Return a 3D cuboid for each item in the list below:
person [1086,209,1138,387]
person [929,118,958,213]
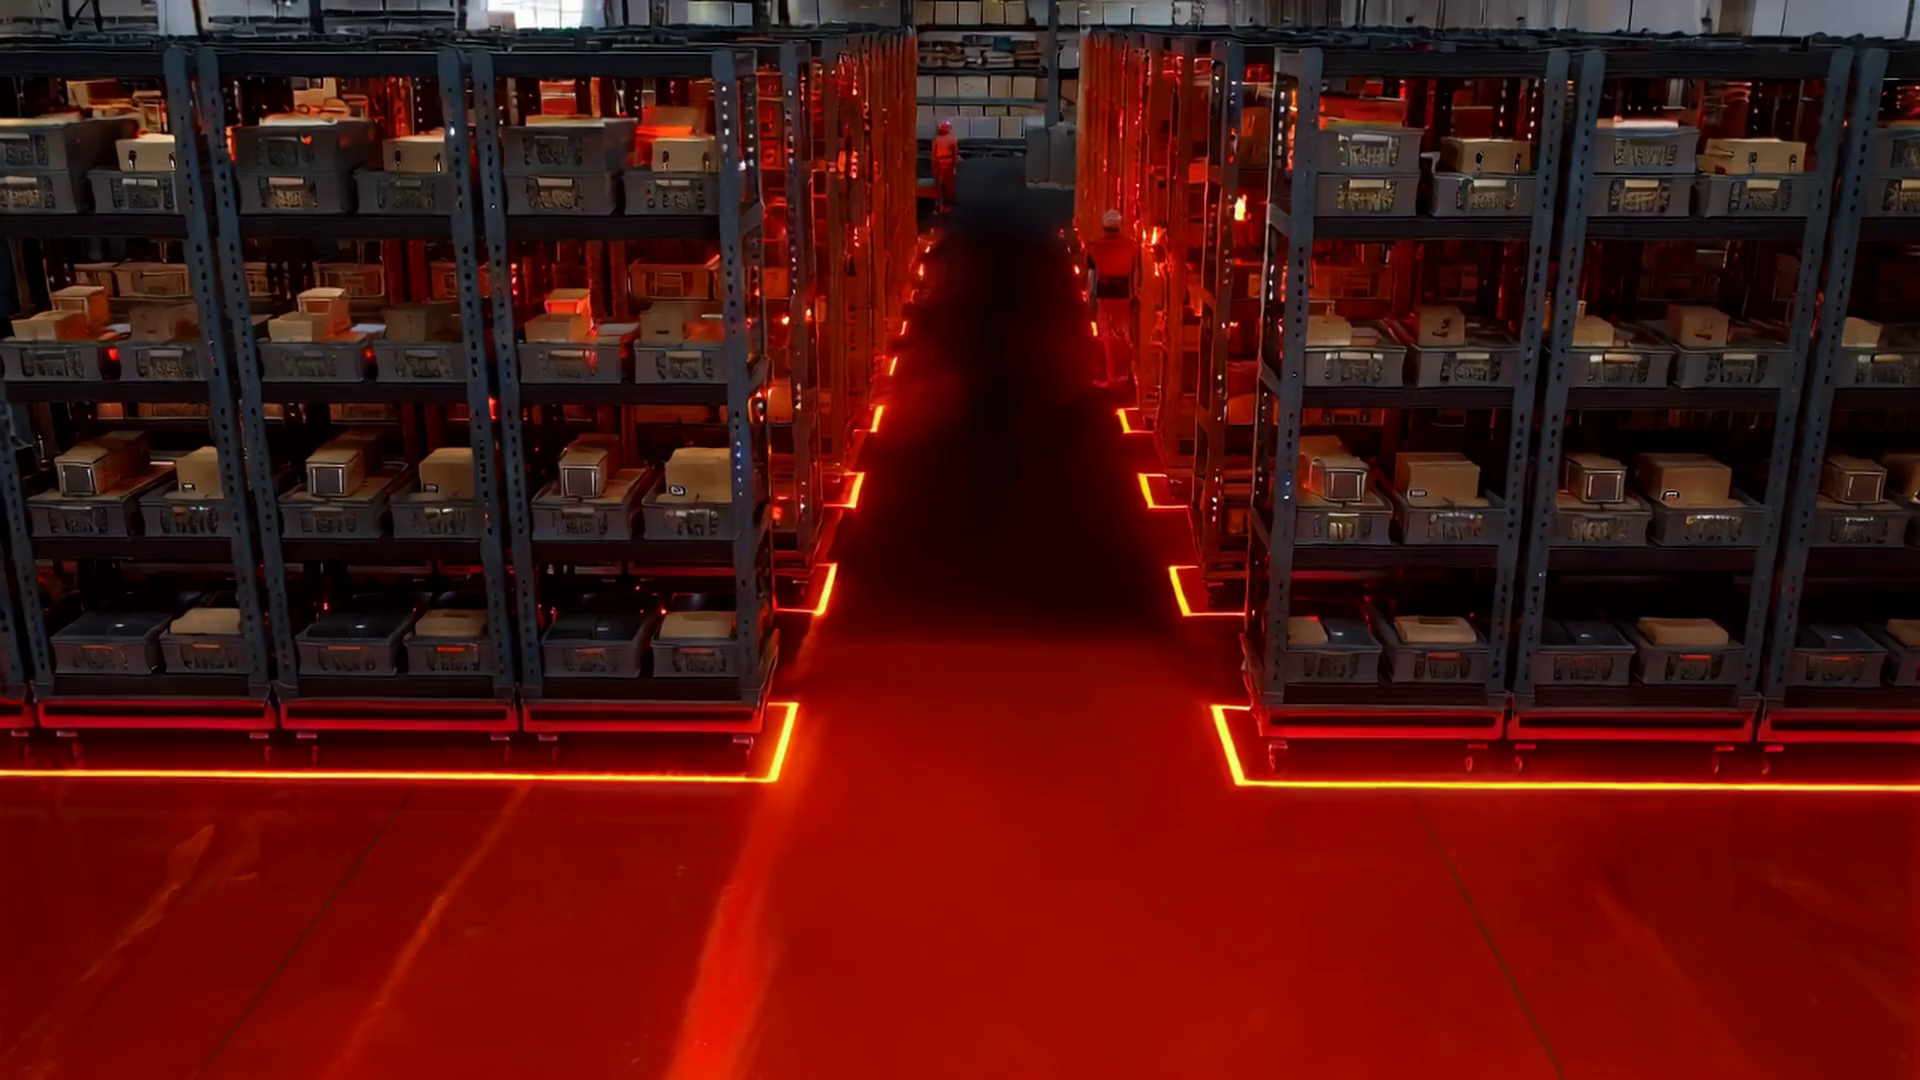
[{"bbox_3d":[1.587,-2.509,17.332,0.564,1.846,0.390,-3,18,-8],"label":"person"},{"bbox_3d":[-0.349,-7.444,33.084,0.590,1.833,0.404,5,18,17],"label":"person"}]
